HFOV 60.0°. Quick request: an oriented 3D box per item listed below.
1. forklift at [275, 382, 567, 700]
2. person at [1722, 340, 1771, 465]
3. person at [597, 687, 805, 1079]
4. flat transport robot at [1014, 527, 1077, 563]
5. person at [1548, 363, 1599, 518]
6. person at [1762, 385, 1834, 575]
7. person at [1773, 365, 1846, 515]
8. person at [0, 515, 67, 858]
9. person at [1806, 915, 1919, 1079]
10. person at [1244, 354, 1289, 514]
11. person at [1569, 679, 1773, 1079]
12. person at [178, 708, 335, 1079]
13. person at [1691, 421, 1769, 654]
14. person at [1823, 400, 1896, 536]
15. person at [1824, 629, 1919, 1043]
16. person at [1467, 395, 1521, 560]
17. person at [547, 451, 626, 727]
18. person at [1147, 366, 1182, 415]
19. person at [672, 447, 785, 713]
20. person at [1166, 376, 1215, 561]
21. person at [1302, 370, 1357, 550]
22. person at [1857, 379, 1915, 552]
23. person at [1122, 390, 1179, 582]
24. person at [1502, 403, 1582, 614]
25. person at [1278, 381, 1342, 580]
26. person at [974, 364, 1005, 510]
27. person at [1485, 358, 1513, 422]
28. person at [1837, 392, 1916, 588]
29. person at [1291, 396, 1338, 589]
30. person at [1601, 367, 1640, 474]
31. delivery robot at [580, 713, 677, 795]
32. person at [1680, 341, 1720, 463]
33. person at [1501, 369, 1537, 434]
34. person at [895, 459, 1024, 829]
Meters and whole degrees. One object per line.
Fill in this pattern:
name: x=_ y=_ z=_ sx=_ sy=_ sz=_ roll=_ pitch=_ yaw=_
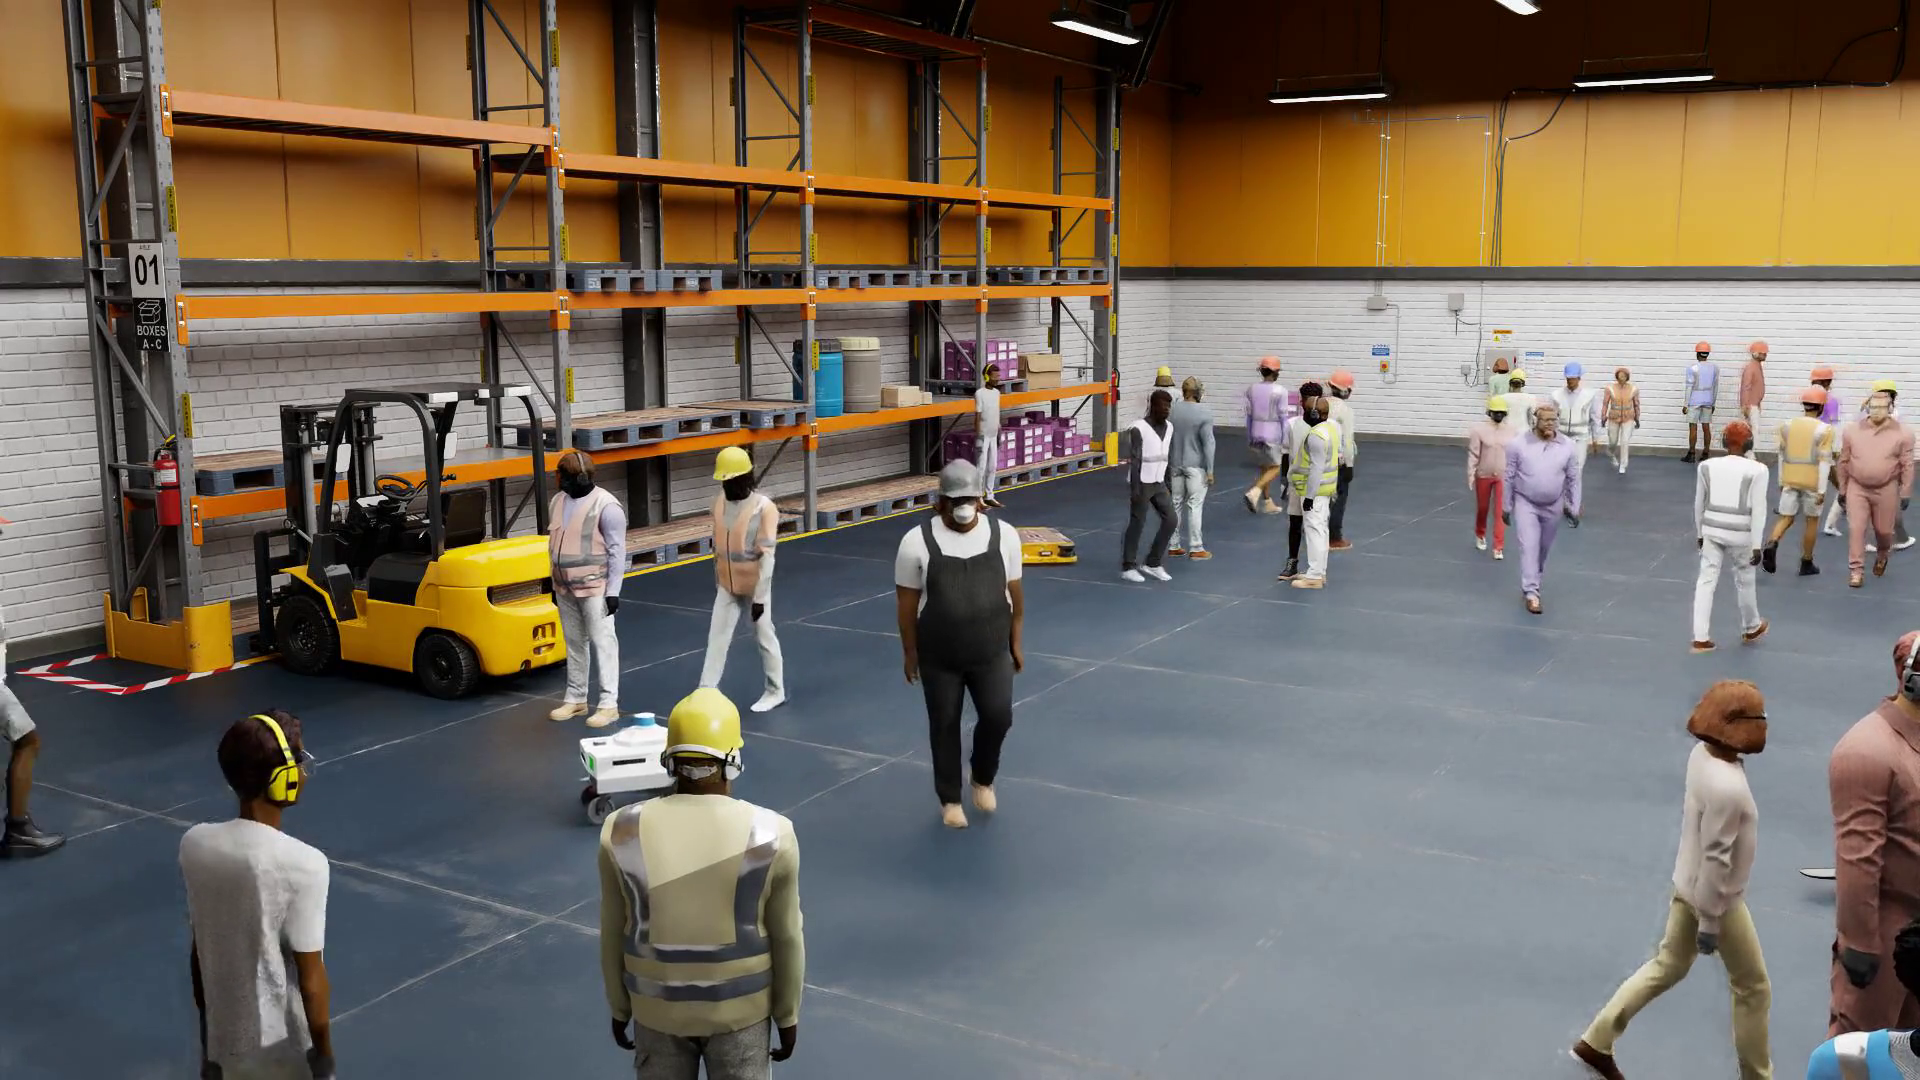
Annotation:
forklift: x=-3.974 y=-0.067 z=12.417 sx=2.313 sy=2.155 sz=1.214 roll=5 pitch=11 yaw=30
person: x=12.331 y=-2.136 z=26.007 sx=0.562 sy=1.976 sz=0.636 roll=6 pitch=11 yaw=35
person: x=-0.744 y=1.332 z=4.842 sx=0.589 sy=1.827 sz=0.403 roll=0 pitch=9 yaw=-1
flat transport robot: x=0.769 y=0.041 z=17.725 sx=0.652 sy=0.197 sz=1.431 roll=-2 pitch=9 yaw=-9
person: x=7.523 y=-1.230 z=20.574 sx=0.649 sy=1.897 sz=0.969 roll=5 pitch=11 yaw=31
person: x=8.299 y=-0.575 z=16.440 sx=0.728 sy=1.920 sz=0.543 roll=-7 pitch=11 yaw=-36
person: x=10.745 y=-1.236 z=20.684 sx=0.995 sy=1.895 sz=0.547 roll=2 pitch=9 yaw=15
person: x=-4.915 y=0.693 z=8.516 sx=0.570 sy=1.919 sz=0.649 roll=9 pitch=13 yaw=44
person: x=2.042 y=1.602 z=3.537 sx=0.535 sy=1.700 sz=0.318 roll=3 pitch=9 yaw=16
person: x=3.765 y=-1.285 z=20.573 sx=0.734 sy=2.022 sz=0.611 roll=-8 pitch=12 yaw=-42
person: x=2.648 y=1.266 z=5.962 sx=0.823 sy=1.602 sz=0.508 roll=2 pitch=9 yaw=11
person: x=-1.894 y=1.379 z=4.467 sx=0.509 sy=1.856 sz=0.497 roll=3 pitch=10 yaw=21
person: x=6.192 y=-0.031 z=13.310 sx=0.982 sy=1.830 sz=0.606 roll=-8 pitch=12 yaw=-41
person: x=10.305 y=-0.810 z=18.938 sx=0.896 sy=1.589 sz=0.532 roll=-1 pitch=9 yaw=-8
person: x=3.025 y=1.217 z=5.296 sx=0.637 sy=1.911 sz=0.403 roll=-6 pitch=11 yaw=-32
person: x=5.711 y=-0.703 z=17.832 sx=0.532 sy=1.733 sz=0.866 roll=2 pitch=9 yaw=12
person: x=-2.509 y=0.324 z=11.084 sx=0.625 sy=1.840 sz=0.430 roll=6 pitch=11 yaw=34
person: x=2.803 y=-1.515 z=22.885 sx=0.484 sy=1.736 sz=0.308 roll=-1 pitch=9 yaw=-5
person: x=-1.492 y=0.307 z=11.109 sx=0.605 sy=1.860 sz=1.018 roll=6 pitch=11 yaw=32
person: x=2.399 y=-0.750 z=17.482 sx=0.631 sy=1.936 sz=0.362 roll=8 pitch=12 yaw=42
person: x=4.070 y=-0.864 z=18.074 sx=0.475 sy=1.970 sz=0.634 roll=-4 pitch=10 yaw=-24
person: x=10.059 y=-0.802 z=18.006 sx=0.903 sy=1.871 sz=0.639 roll=-4 pitch=10 yaw=-23
person: x=1.877 y=-0.526 z=16.231 sx=0.606 sy=1.884 sz=0.700 roll=9 pitch=13 yaw=44
person: x=5.259 y=-0.323 z=15.084 sx=0.660 sy=1.862 sz=0.990 roll=1 pitch=9 yaw=5
person: x=3.403 y=-0.564 z=16.226 sx=0.603 sy=1.966 sz=0.367 roll=5 pitch=11 yaw=30
person: x=0.366 y=-1.321 z=21.292 sx=0.322 sy=1.860 sz=0.520 roll=7 pitch=11 yaw=37
person: x=8.827 y=-2.154 z=27.184 sx=0.507 sy=1.632 sz=0.268 roll=-3 pitch=10 yaw=-18
person: x=8.861 y=-0.503 z=16.115 sx=0.650 sy=1.884 sz=0.787 roll=6 pitch=11 yaw=33
person: x=3.394 y=-0.459 z=15.961 sx=0.429 sy=1.842 sz=0.633 roll=4 pitch=10 yaw=22
person: x=10.027 y=-1.836 z=25.250 sx=0.547 sy=1.614 sz=0.624 roll=3 pitch=10 yaw=20
delivery robot: x=-1.747 y=1.208 z=9.269 sx=0.707 sy=0.478 sz=0.477 roll=-3 pitch=10 yaw=-20
person: x=11.779 y=-2.195 z=26.498 sx=0.545 sy=1.938 sz=0.362 roll=-1 pitch=9 yaw=-7
person: x=7.280 y=-1.362 z=21.835 sx=0.533 sy=1.768 sz=0.310 roll=2 pitch=9 yaw=11
person: x=0.010 y=0.556 z=9.005 sx=0.713 sy=2.000 sz=0.536 roll=-1 pitch=9 yaw=-8
